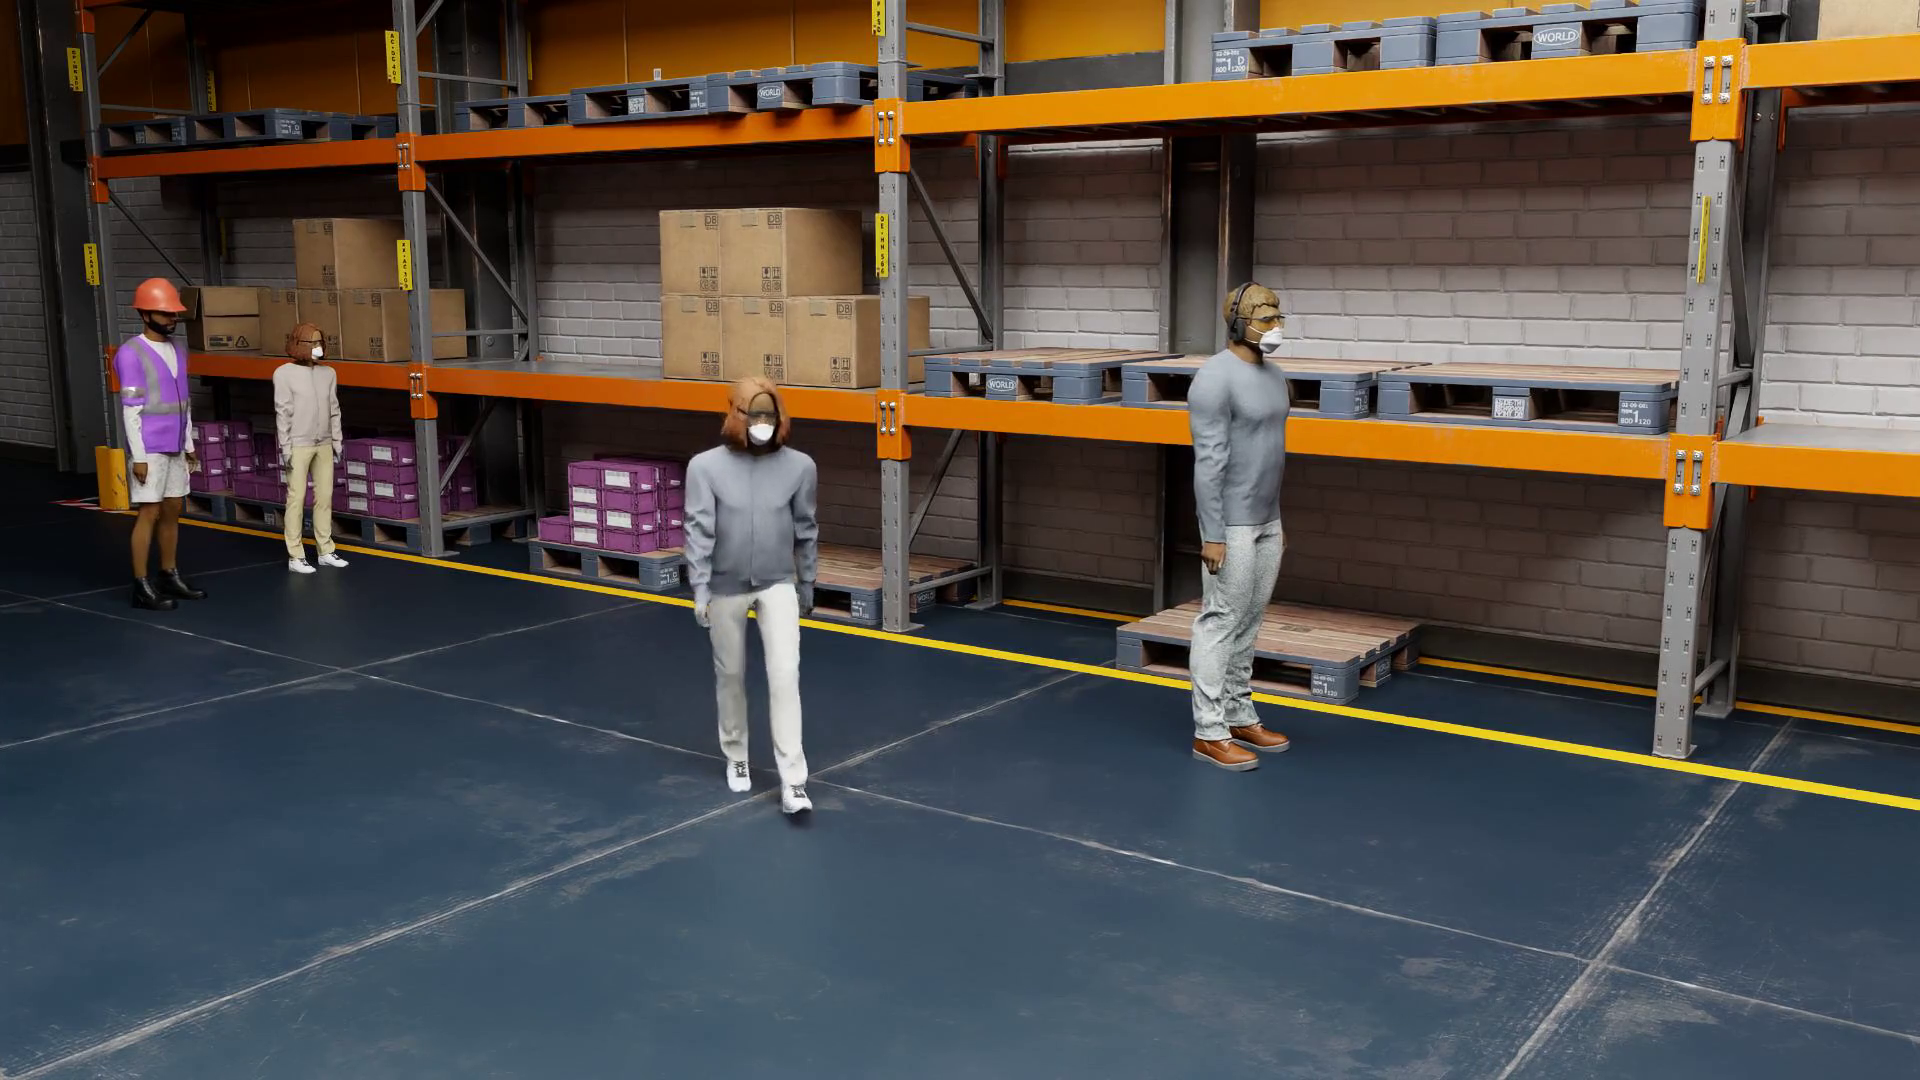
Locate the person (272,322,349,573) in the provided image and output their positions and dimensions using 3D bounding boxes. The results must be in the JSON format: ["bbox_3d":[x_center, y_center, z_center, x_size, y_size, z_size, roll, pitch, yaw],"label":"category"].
[{"bbox_3d":[-4.241,-0.602,10.858,0.277,1.629,0.497,5,11,28],"label":"person"}]

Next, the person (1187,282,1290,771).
[{"bbox_3d":[1.139,-0.061,6.701,0.361,1.938,0.635,7,12,35],"label":"person"}]

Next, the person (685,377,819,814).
[{"bbox_3d":[-0.745,0.212,6.089,0.503,1.592,0.836,-2,10,-13],"label":"person"}]

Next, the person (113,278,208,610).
[{"bbox_3d":[-4.640,-0.553,9.707,0.432,1.925,0.549,2,10,11],"label":"person"}]
